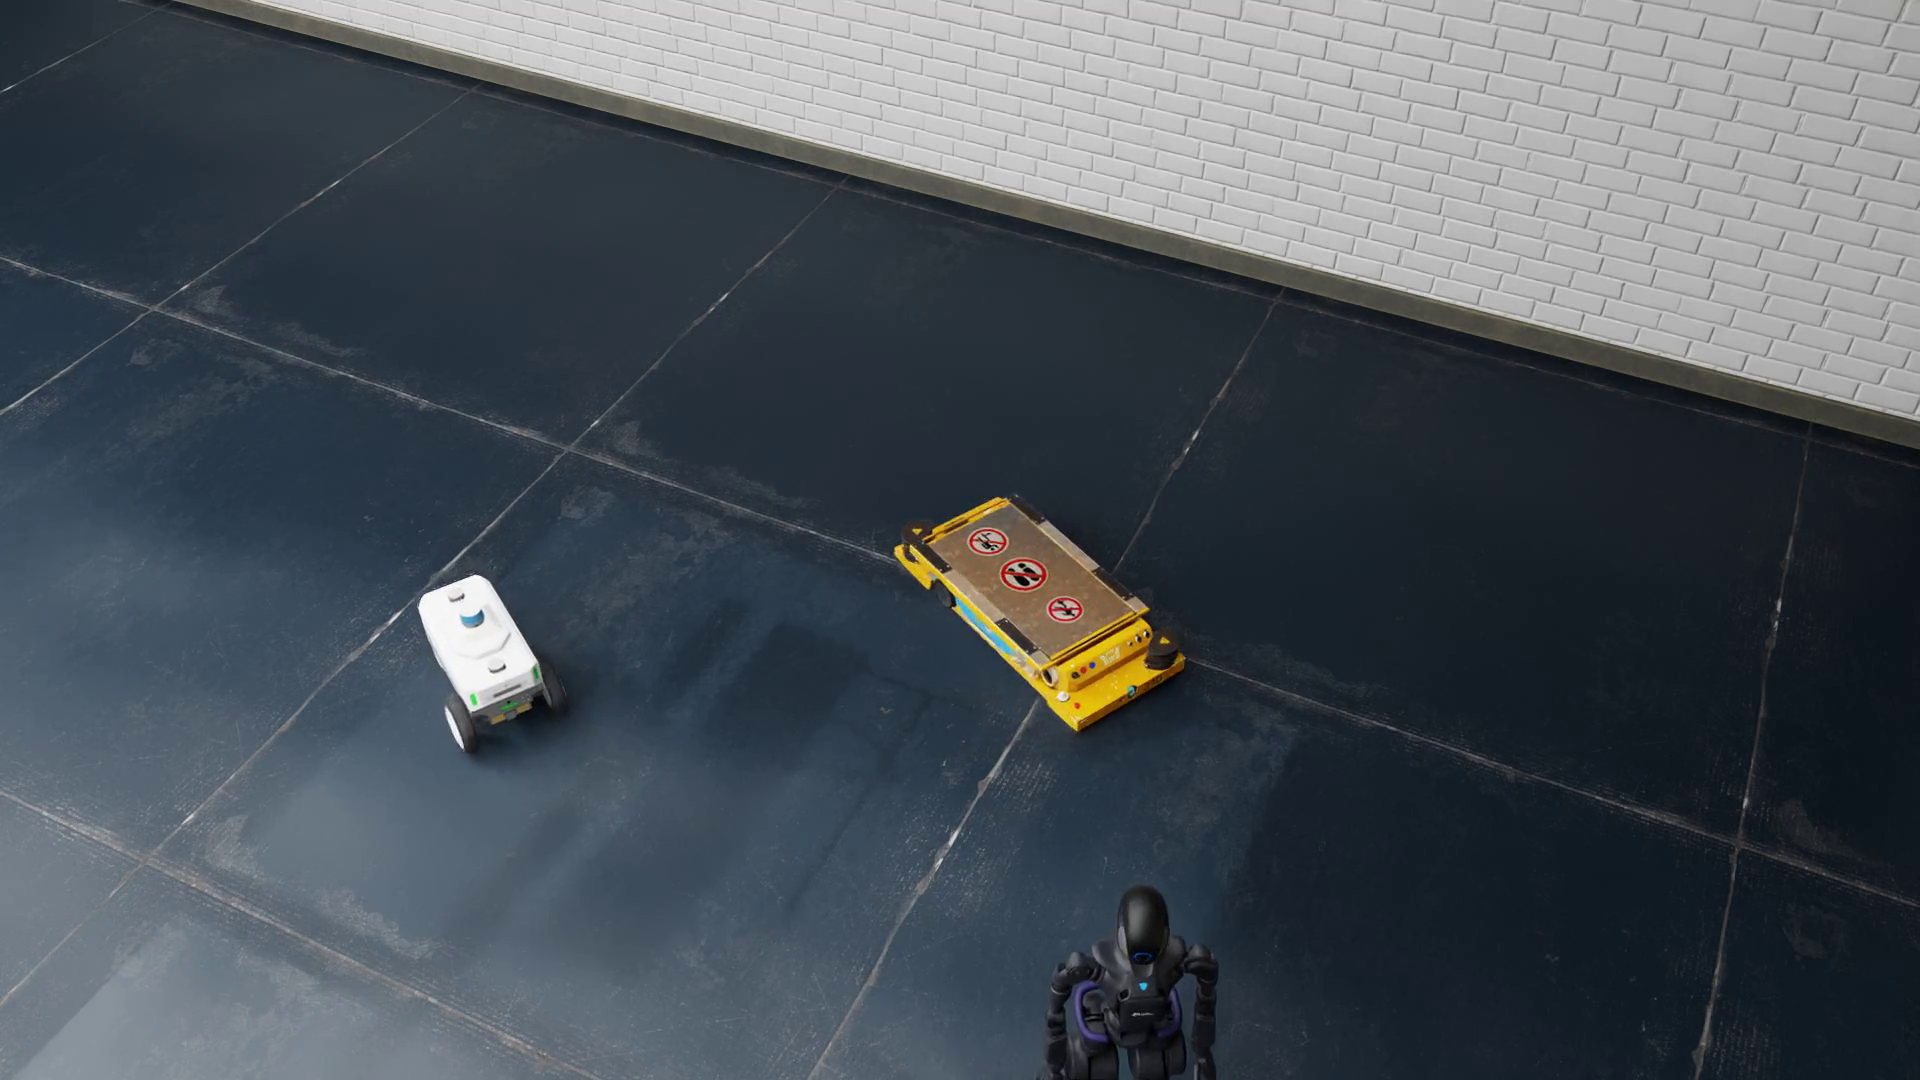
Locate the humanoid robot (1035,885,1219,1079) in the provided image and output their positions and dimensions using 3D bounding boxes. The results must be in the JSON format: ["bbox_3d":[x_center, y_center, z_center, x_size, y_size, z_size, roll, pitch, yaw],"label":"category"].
[{"bbox_3d":[0.551,1.658,5.431,0.601,1.656,0.314,-4,43,-4],"label":"humanoid robot"}]

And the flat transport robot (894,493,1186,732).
[{"bbox_3d":[0.359,0.285,7.948,0.659,0.231,1.431,-27,49,-26],"label":"flat transport robot"}]

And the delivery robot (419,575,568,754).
[{"bbox_3d":[-2.143,0.513,7.474,0.499,0.571,0.756,-23,48,-23],"label":"delivery robot"}]
